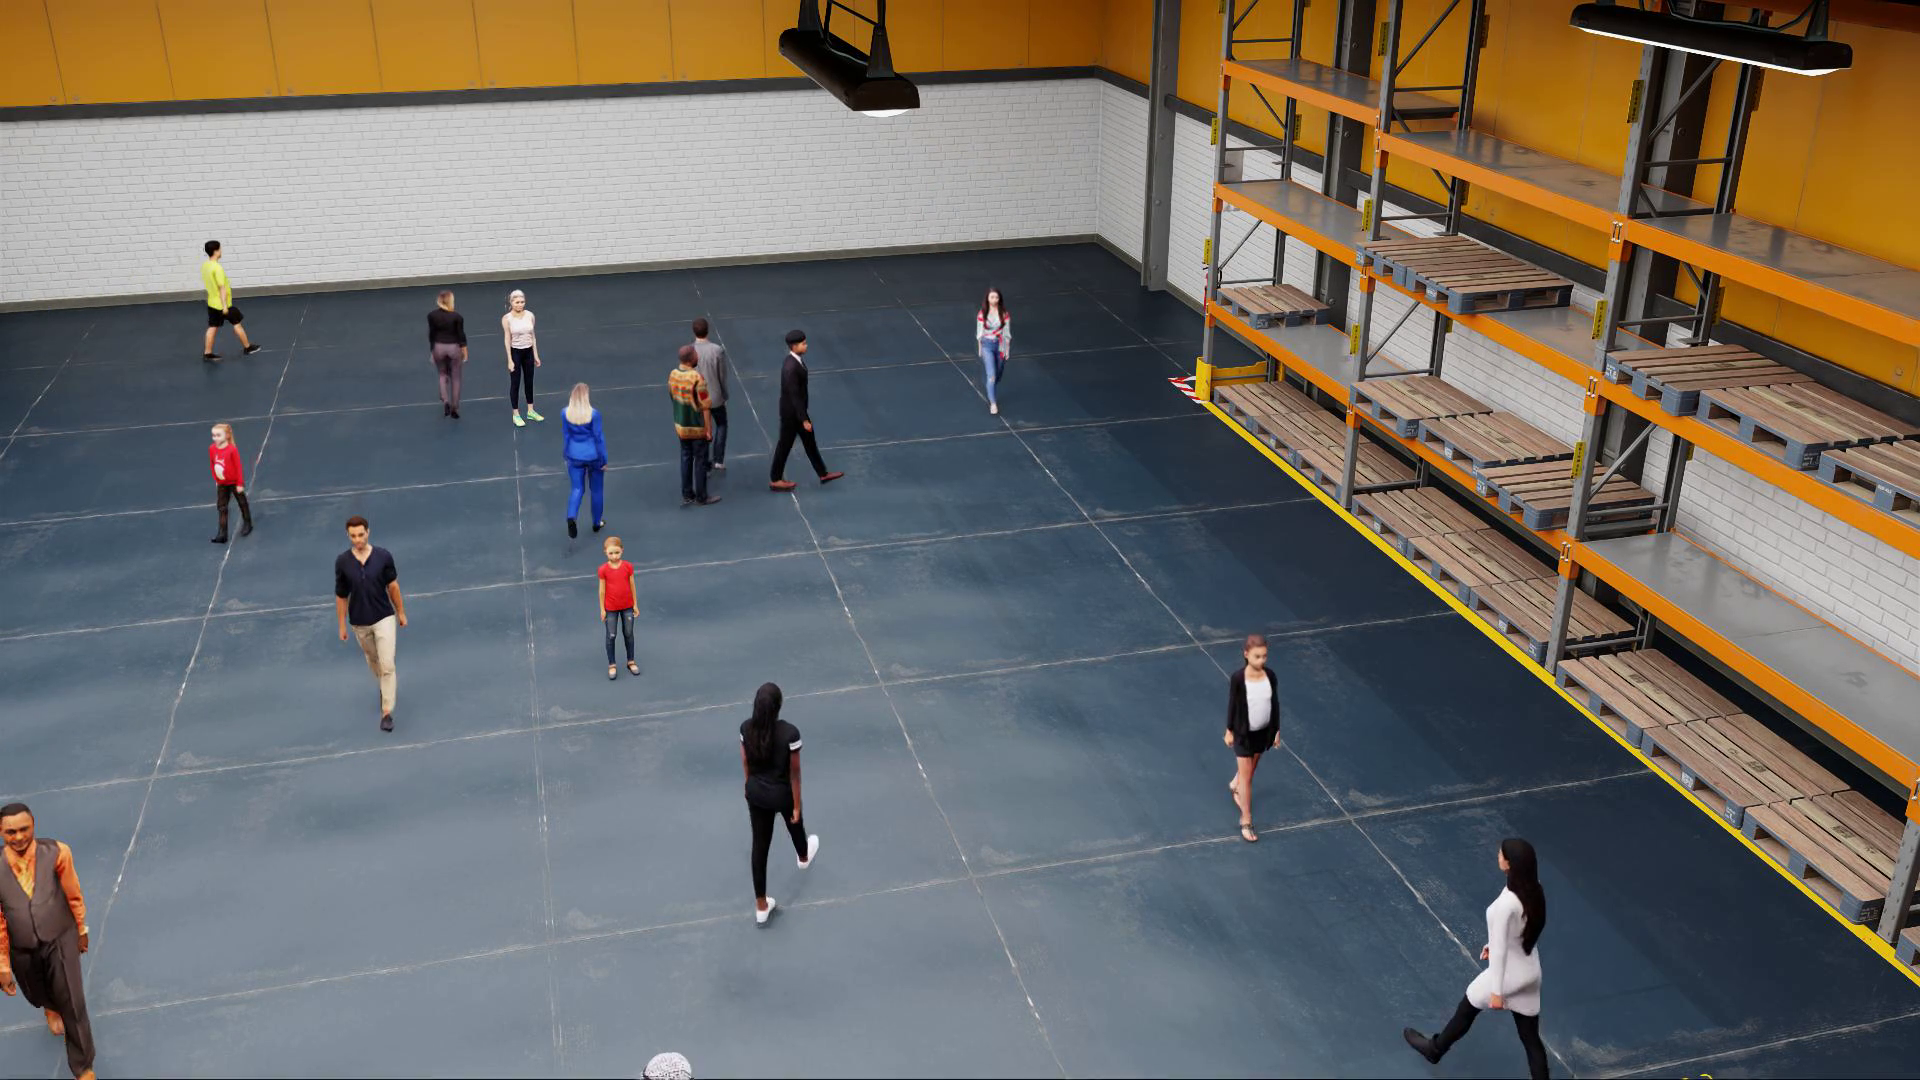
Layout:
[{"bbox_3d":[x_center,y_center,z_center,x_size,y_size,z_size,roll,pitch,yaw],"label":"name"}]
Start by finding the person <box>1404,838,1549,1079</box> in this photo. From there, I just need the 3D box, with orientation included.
[{"bbox_3d":[3.232,2.572,9.526,0.918,1.748,1.271,-18,29,-35],"label":"person"}]

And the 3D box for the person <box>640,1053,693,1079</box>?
[{"bbox_3d":[-1.314,3.201,7.867,0.840,1.925,0.700,-16,28,-32],"label":"person"}]

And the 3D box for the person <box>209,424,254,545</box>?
[{"bbox_3d":[-7.623,-0.618,17.443,0.682,1.253,0.923,1,24,3],"label":"person"}]

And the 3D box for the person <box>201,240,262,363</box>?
[{"bbox_3d":[-10.289,-3.252,22.952,1.101,1.665,1.126,15,28,31],"label":"person"}]

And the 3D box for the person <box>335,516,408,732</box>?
[{"bbox_3d":[-4.896,0.641,13.870,0.705,1.808,1.184,-5,24,-11],"label":"person"}]

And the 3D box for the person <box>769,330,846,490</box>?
[{"bbox_3d":[-1.958,-1.418,18.534,1.006,1.843,1.125,2,24,4],"label":"person"}]

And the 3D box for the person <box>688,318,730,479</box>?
[{"bbox_3d":[-2.878,-1.584,18.887,0.756,1.865,0.713,-1,24,-2],"label":"person"}]

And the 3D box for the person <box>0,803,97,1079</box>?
[{"bbox_3d":[-5.470,2.350,9.877,0.860,1.874,1.283,-11,26,-24],"label":"person"}]

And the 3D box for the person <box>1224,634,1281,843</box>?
[{"bbox_3d":[2.172,1.387,12.502,0.563,1.536,0.918,-5,24,-11],"label":"person"}]

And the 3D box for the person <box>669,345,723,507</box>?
[{"bbox_3d":[-2.933,-1.261,18.221,0.810,1.808,0.884,16,28,32],"label":"person"}]

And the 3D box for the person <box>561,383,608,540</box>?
[{"bbox_3d":[-3.936,-0.796,17.315,0.868,1.681,1.046,4,24,9],"label":"person"}]

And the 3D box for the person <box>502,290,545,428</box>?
[{"bbox_3d":[-5.470,-2.292,20.710,0.686,1.702,0.697,-22,32,-40],"label":"person"}]

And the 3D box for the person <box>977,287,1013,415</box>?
[{"bbox_3d":[0.422,-2.450,21.223,0.720,1.581,1.088,-2,24,-5],"label":"person"}]

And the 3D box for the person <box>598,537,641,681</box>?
[{"bbox_3d":[-3.009,0.575,14.641,0.505,1.311,0.520,-9,25,-19],"label":"person"}]

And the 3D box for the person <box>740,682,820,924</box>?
[{"bbox_3d":[-1.307,1.810,11.338,0.994,1.693,1.224,6,24,13],"label":"person"}]

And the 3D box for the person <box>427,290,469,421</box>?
[{"bbox_3d":[-6.388,-2.264,20.701,0.673,1.660,0.660,-1,24,-2],"label":"person"}]
